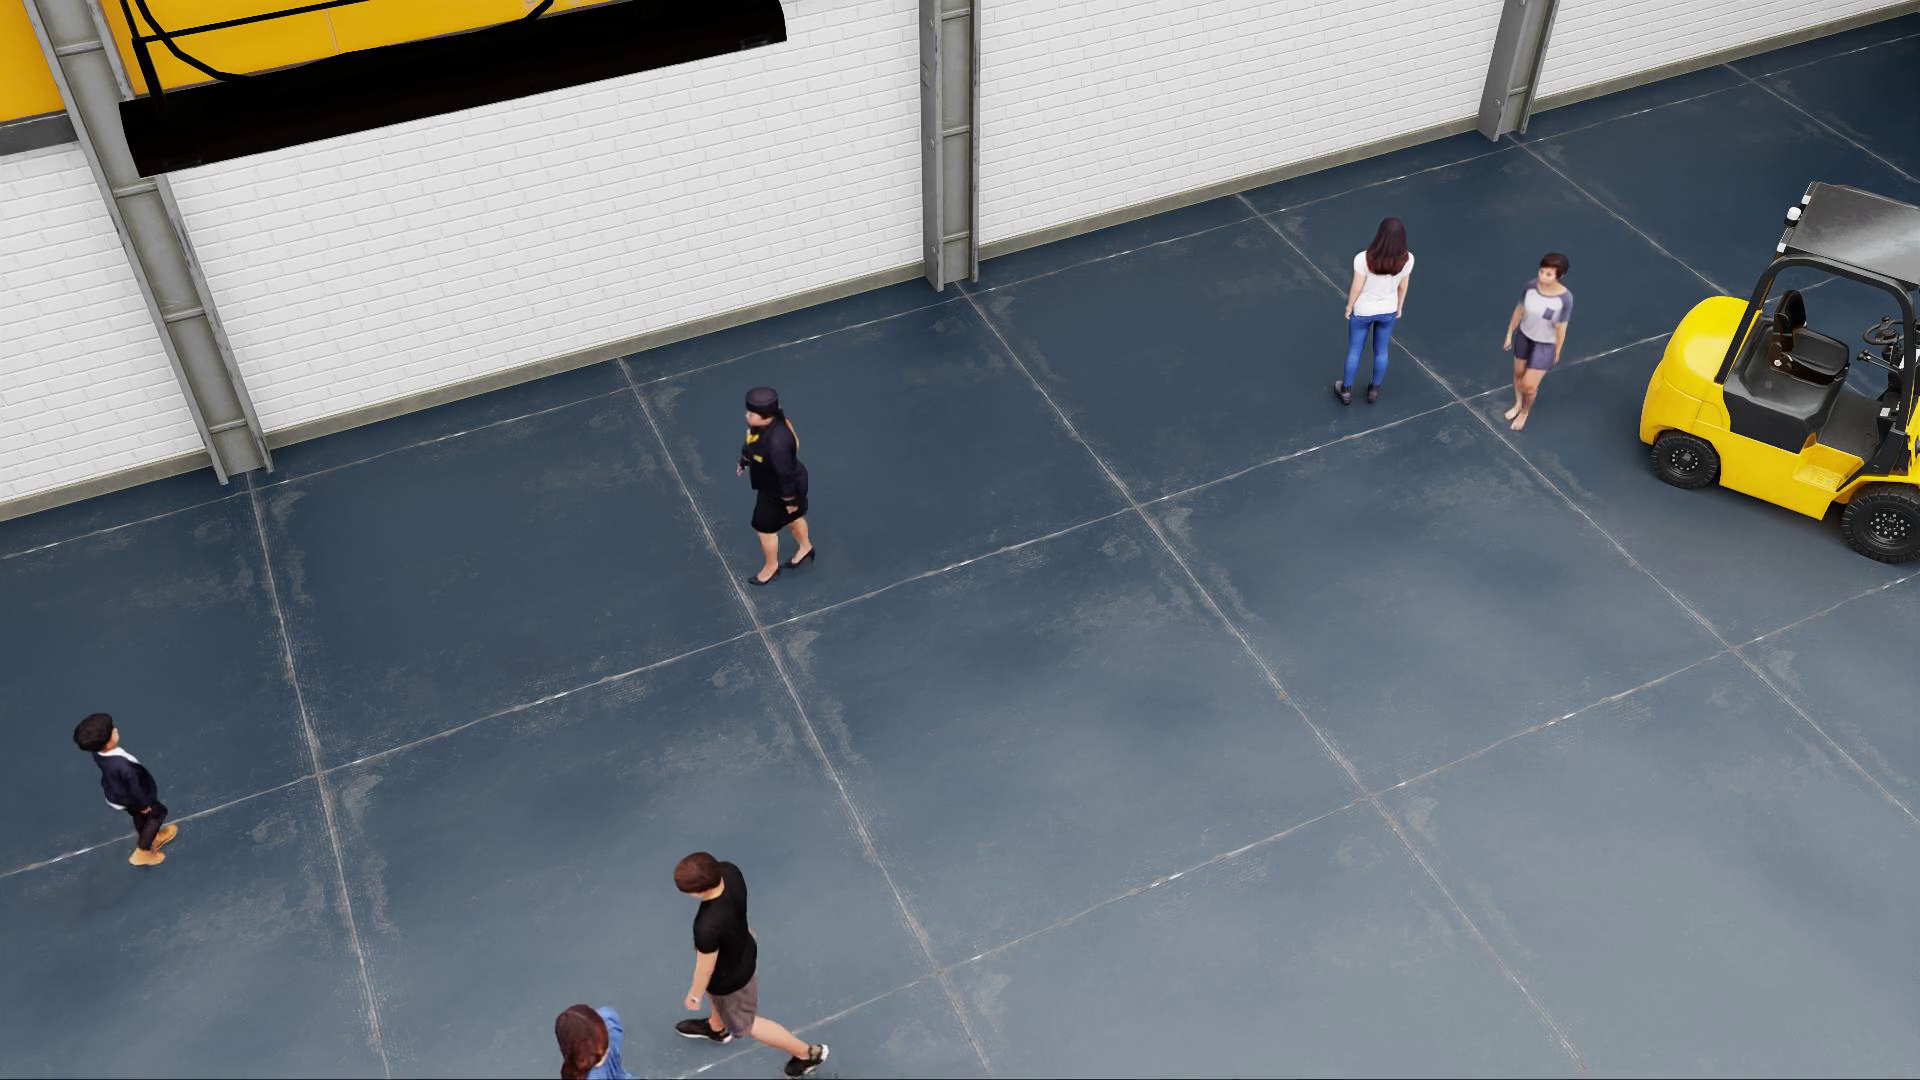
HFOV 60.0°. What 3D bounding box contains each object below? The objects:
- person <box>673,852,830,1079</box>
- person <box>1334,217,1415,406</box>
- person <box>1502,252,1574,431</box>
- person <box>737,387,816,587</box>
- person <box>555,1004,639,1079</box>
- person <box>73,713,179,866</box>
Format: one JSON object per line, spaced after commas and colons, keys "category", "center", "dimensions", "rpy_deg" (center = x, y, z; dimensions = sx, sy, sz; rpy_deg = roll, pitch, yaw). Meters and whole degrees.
{"category": "person", "center": [-1.116, 2.207, 8.585], "dimensions": [1.217, 1.829, 0.989], "rpy_deg": [3, 44, 3]}
{"category": "person", "center": [3.199, -1.751, 12.844], "dimensions": [0.599, 1.685, 0.733], "rpy_deg": [-1, 44, -1]}
{"category": "person", "center": [4.459, -1.559, 12.741], "dimensions": [0.674, 1.549, 0.658], "rpy_deg": [-32, 52, -29]}
{"category": "person", "center": [-1.162, -0.394, 11.443], "dimensions": [0.805, 1.653, 0.781], "rpy_deg": [-9, 44, -10]}
{"category": "person", "center": [-1.623, 2.750, 8.046], "dimensions": [1.118, 1.786, 0.997], "rpy_deg": [6, 44, 6]}
{"category": "person", "center": [-4.938, 1.495, 9.776], "dimensions": [0.634, 1.217, 0.696], "rpy_deg": [23, 48, 22]}
